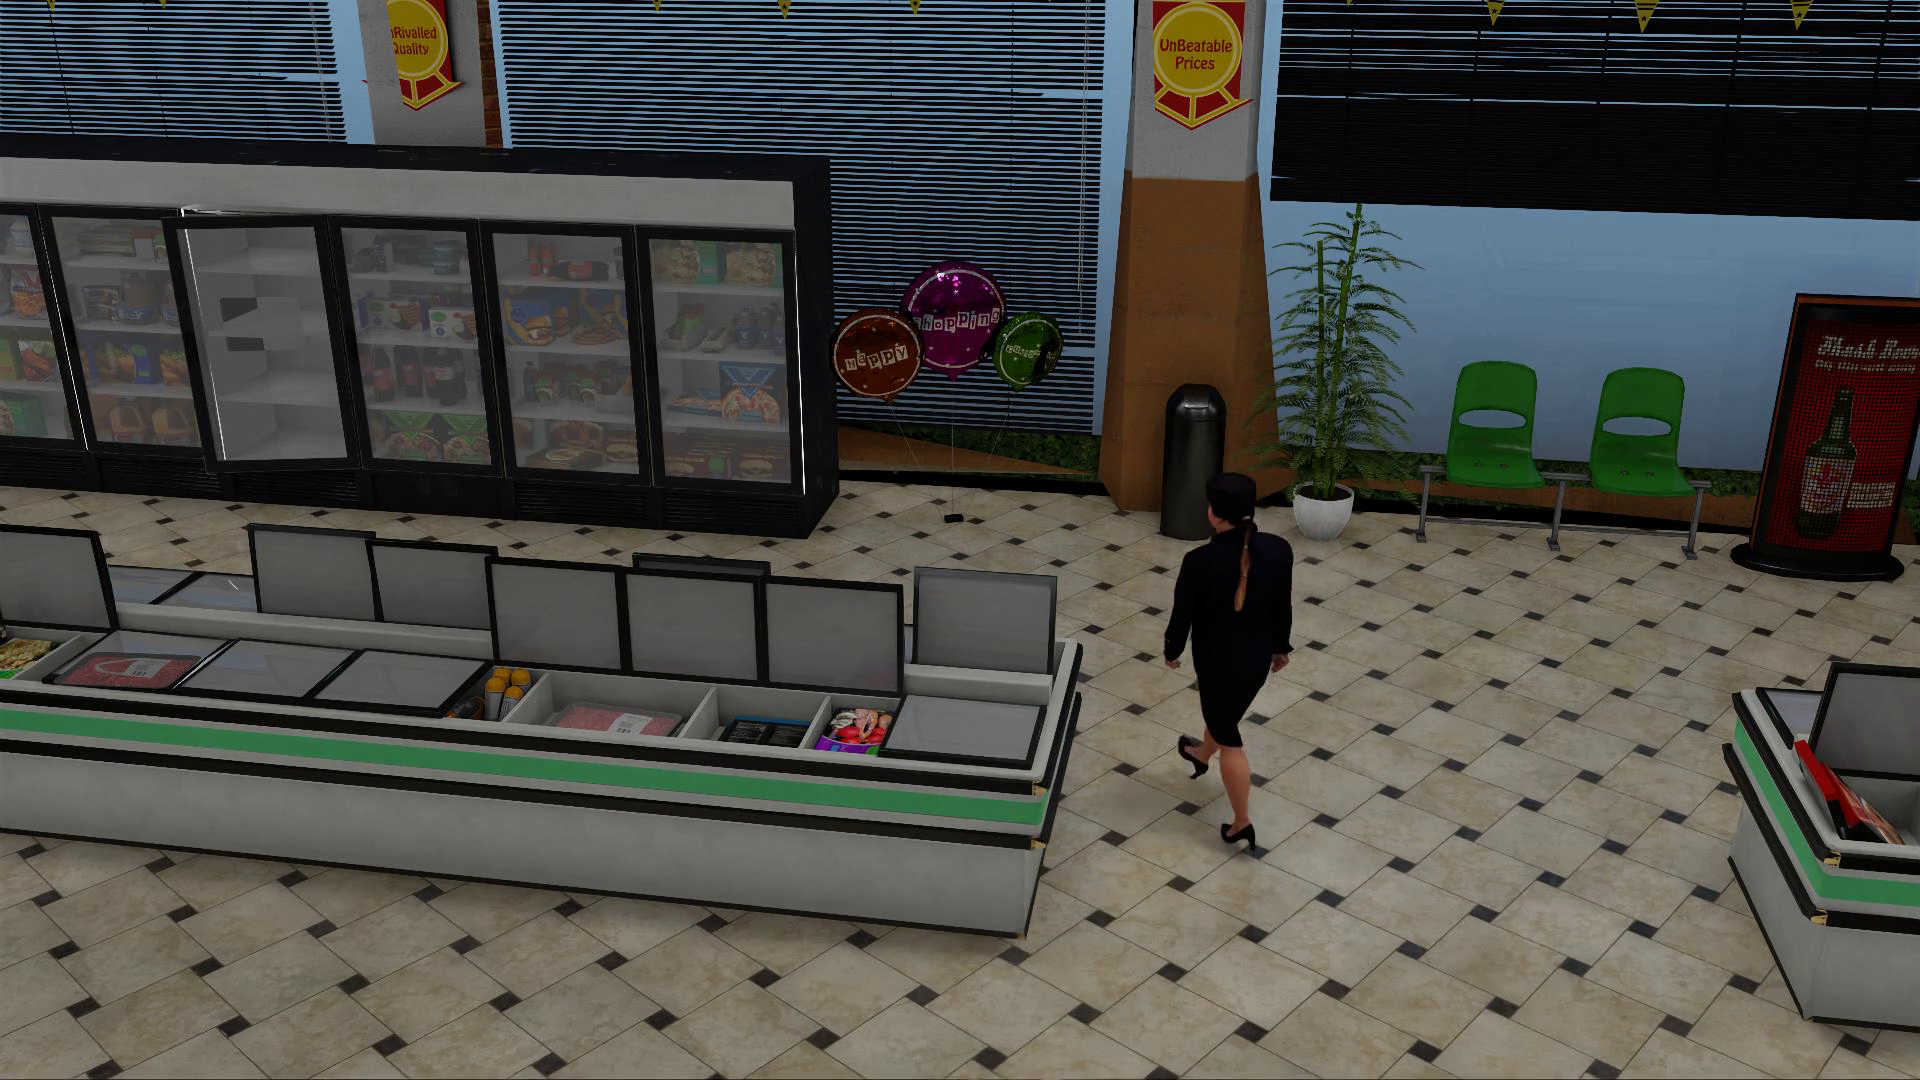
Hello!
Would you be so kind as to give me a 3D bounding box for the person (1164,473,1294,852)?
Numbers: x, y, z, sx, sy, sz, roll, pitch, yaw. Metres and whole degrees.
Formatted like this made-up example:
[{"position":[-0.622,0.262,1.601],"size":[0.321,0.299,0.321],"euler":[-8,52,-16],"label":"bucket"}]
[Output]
[{"position":[1.188,0.570,7.133],"size":[1.131,1.634,1.096],"euler":[-8,23,-18],"label":"person"}]
